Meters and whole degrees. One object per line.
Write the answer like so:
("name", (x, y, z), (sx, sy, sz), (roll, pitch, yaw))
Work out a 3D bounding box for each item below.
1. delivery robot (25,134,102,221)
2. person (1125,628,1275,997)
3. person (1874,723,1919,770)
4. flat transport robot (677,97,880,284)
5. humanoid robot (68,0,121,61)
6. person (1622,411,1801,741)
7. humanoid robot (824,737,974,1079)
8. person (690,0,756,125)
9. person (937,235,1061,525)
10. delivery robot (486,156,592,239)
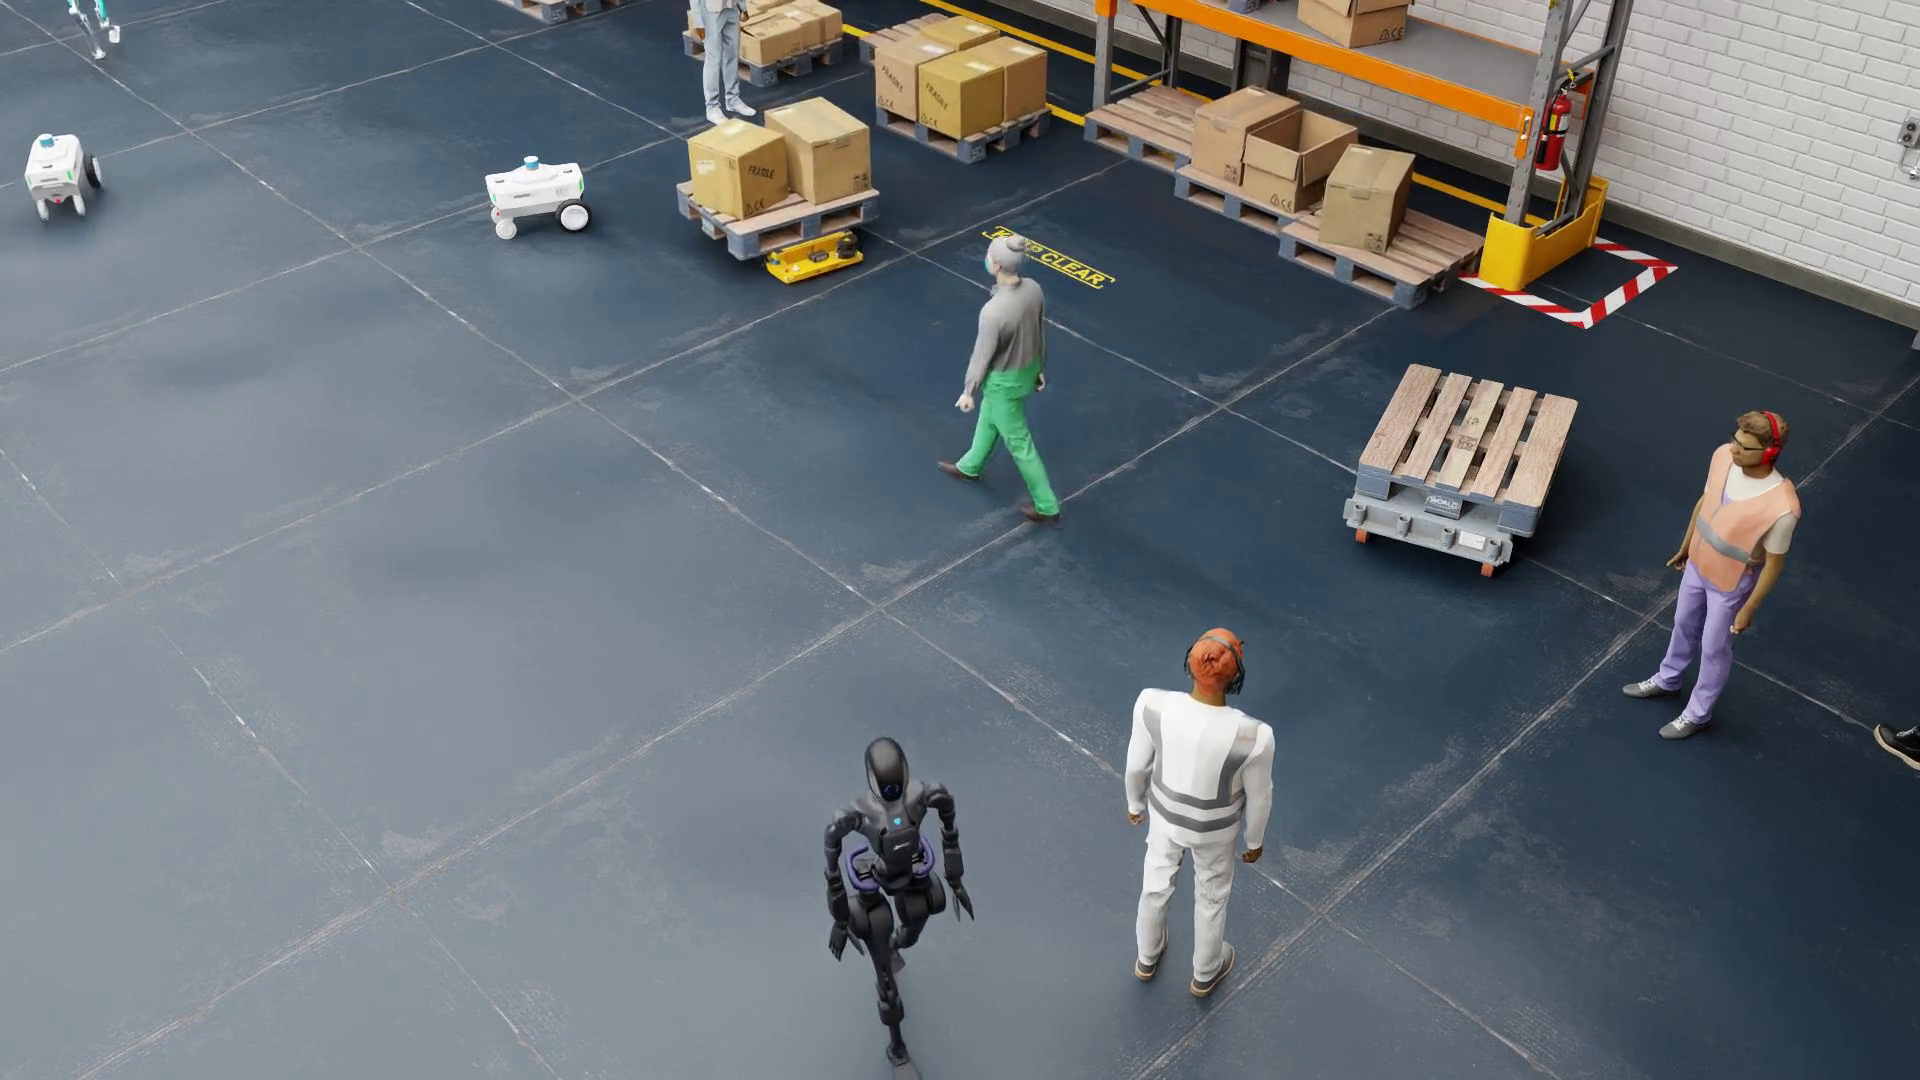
("delivery robot", (-7.144, -2.913, 13.169), (0.499, 0.614, 0.815), (-11, 39, -15))
("person", (0.951, 1.119, 6.713), (0.586, 1.882, 0.343), (15, 40, 19))
("person", (4.836, 0.258, 7.786), (0.611, 1.961, 0.363), (-11, 39, -15))
("flat transport robot", (-1.386, -2.386, 12.693), (0.659, 0.231, 1.431), (-22, 42, -27))
("humanoid robot", (-8.054, -5.219, 15.248), (0.551, 1.738, 1.042), (-10, 38, -13))
("person", (3.672, 0.170, 8.003), (0.373, 1.840, 0.568), (-8, 38, -11))
("humanoid robot", (-0.256, 1.379, 6.592), (0.595, 1.642, 0.780), (-13, 39, -17))
("person", (-2.048, -4.506, 14.142), (0.400, 1.909, 0.605), (25, 44, 29))
("person", (0.253, -0.945, 9.523), (0.943, 1.793, 0.535), (22, 42, 27))
("delivery robot", (-3.244, -2.657, 12.825), (0.813, 0.609, 0.499), (-12, 39, -16))
